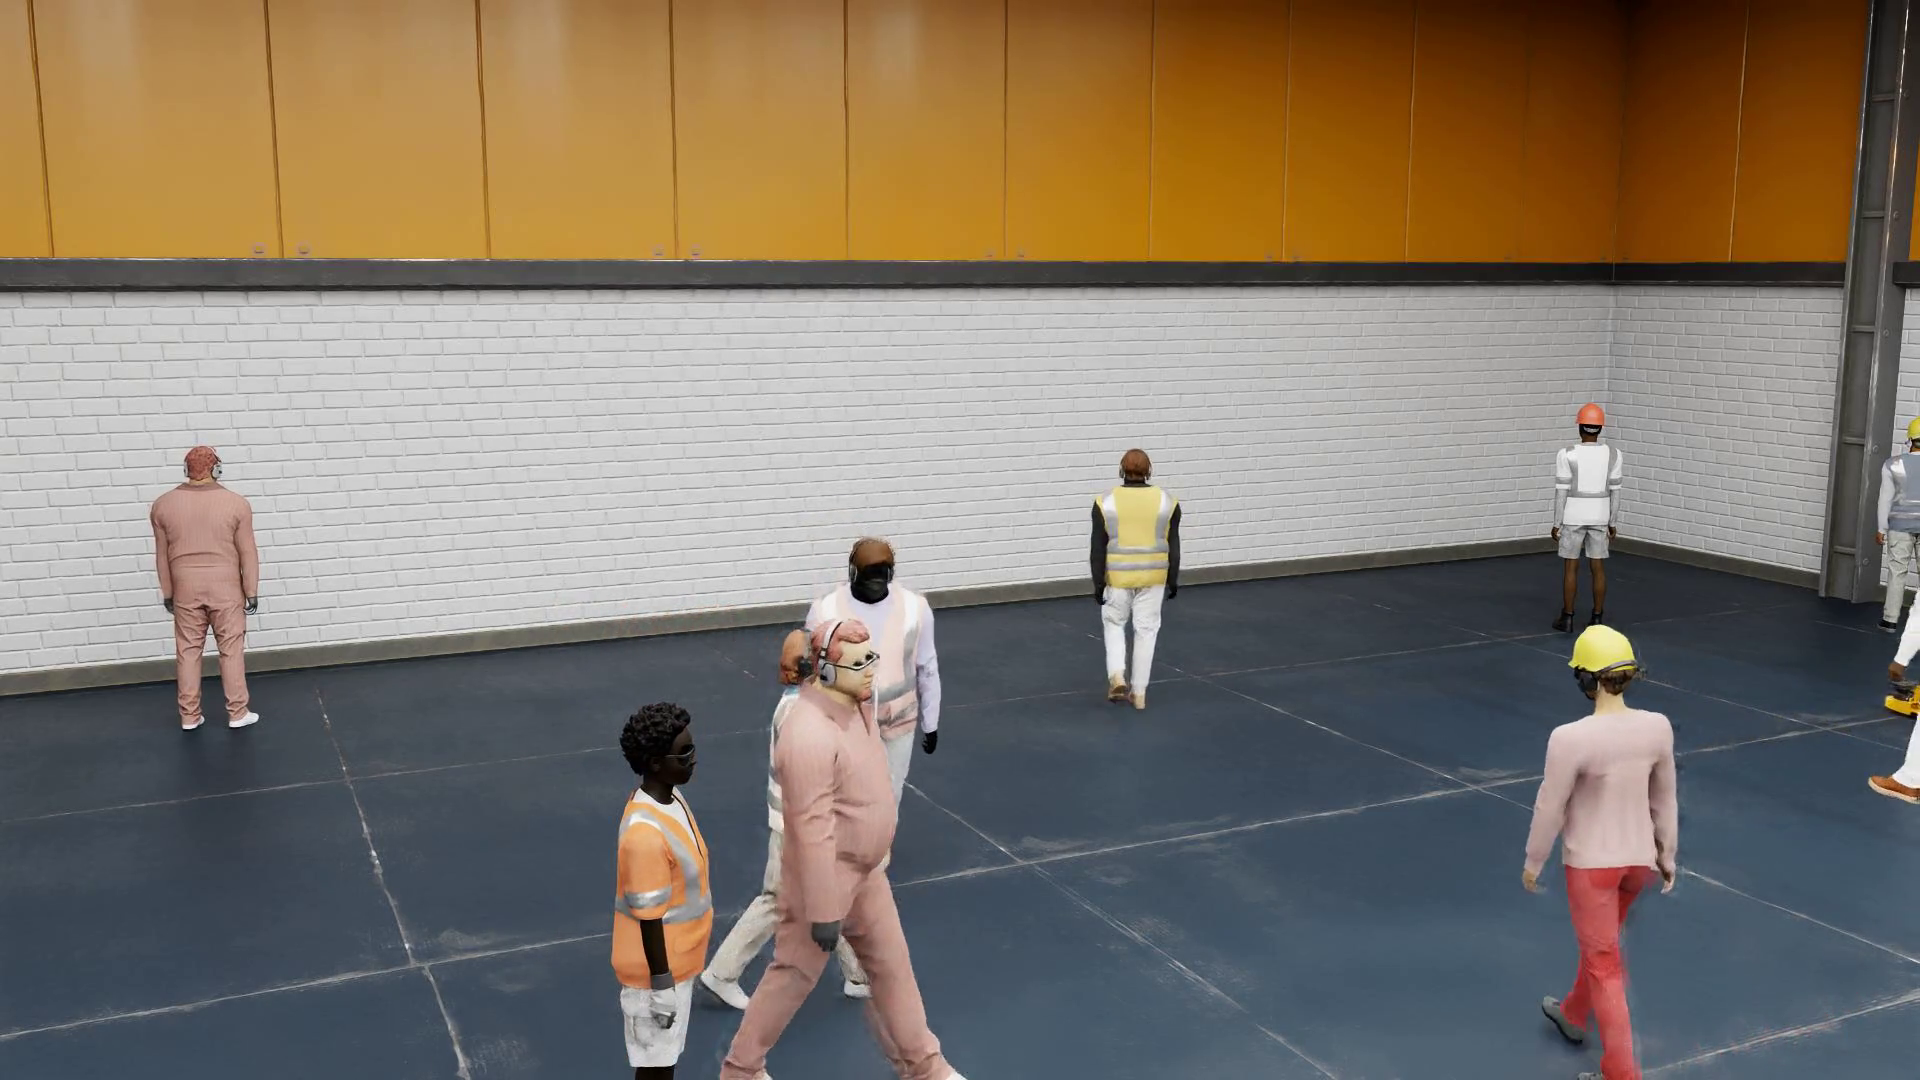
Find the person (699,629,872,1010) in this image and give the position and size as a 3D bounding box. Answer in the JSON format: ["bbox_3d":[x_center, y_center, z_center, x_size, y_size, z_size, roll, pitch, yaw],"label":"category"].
[{"bbox_3d":[-0.682,1.154,6.794,0.818,1.610,0.525,1,9,4],"label":"person"}]

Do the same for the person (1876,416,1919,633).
[{"bbox_3d":[8.011,-0.122,13.956,0.590,1.837,0.404,3,10,16],"label":"person"}]

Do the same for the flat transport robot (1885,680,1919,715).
[{"bbox_3d":[6.891,1.155,10.875,0.652,0.197,1.431,-3,9,-16],"label":"flat transport robot"}]

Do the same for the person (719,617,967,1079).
[{"bbox_3d":[-0.423,1.174,5.906,1.009,1.849,0.648,2,9,11],"label":"person"}]

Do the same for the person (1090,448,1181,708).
[{"bbox_3d":[1.221,0.270,11.556,0.629,1.828,0.438,0,9,3],"label":"person"}]

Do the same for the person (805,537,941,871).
[{"bbox_3d":[-0.429,0.850,8.048,0.652,1.804,0.928,-2,9,-11],"label":"person"}]

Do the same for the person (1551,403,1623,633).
[{"bbox_3d":[5.256,-0.179,13.999,0.552,1.937,0.356,0,9,2],"label":"person"}]

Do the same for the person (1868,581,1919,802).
[{"bbox_3d":[5.525,0.651,9.167,0.575,1.845,0.965,-4,10,-24],"label":"person"}]

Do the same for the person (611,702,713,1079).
[{"bbox_3d":[-0.941,1.345,5.291,0.318,1.697,0.533,-1,9,-5],"label":"person"}]

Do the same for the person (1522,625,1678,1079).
[{"bbox_3d":[2.347,1.169,6.256,0.548,1.730,0.826,-3,10,-19],"label":"person"}]

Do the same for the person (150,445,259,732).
[{"bbox_3d":[-4.969,0.321,11.025,0.641,1.900,0.404,-2,9,-10],"label":"person"}]
